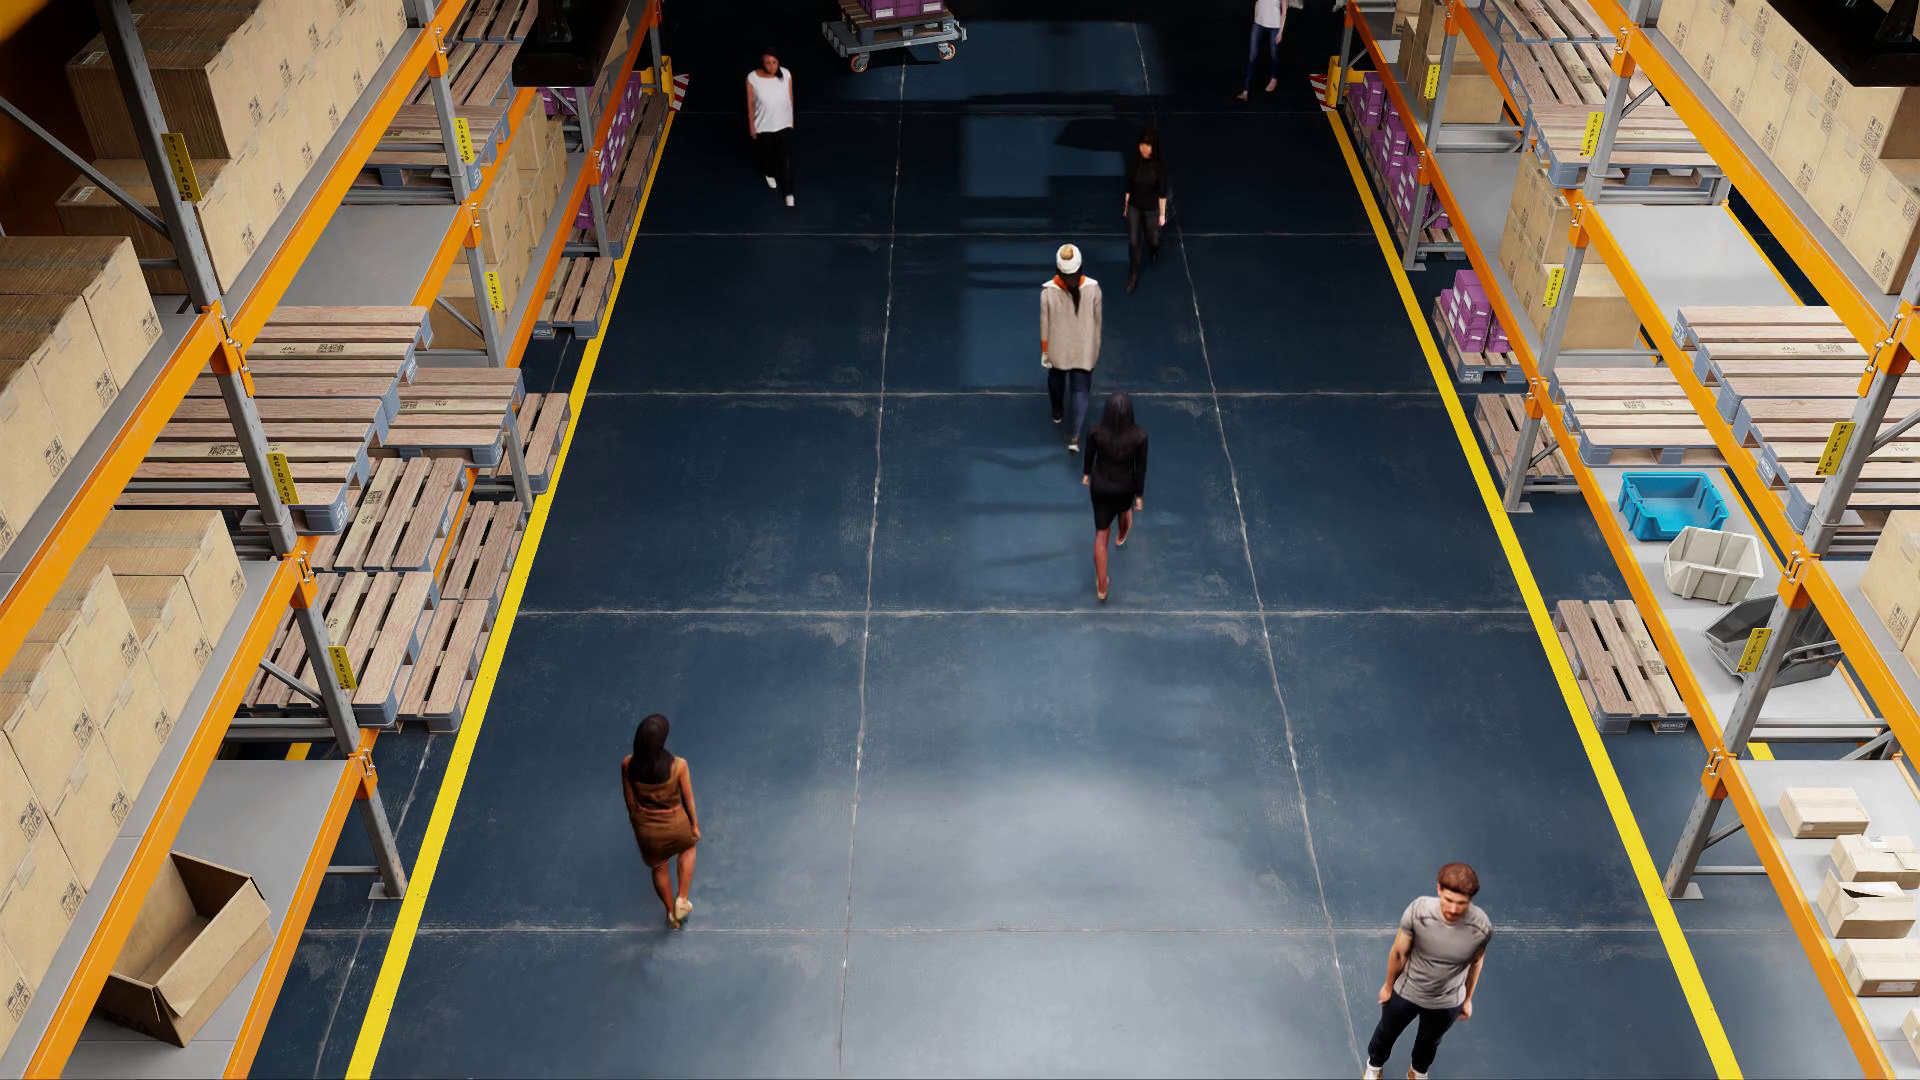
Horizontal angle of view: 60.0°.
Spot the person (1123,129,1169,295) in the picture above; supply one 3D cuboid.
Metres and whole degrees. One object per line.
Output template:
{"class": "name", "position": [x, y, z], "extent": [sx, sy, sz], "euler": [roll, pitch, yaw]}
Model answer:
{"class": "person", "position": [1.806, -3.227, 16.094], "extent": [0.791, 1.625, 1.021], "euler": [14, 41, 17]}

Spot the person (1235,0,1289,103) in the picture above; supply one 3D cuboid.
{"class": "person", "position": [3.679, -6.035, 19.561], "extent": [1.016, 1.687, 1.221], "euler": [22, 44, 25]}

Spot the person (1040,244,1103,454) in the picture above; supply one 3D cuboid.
{"class": "person", "position": [0.923, -1.589, 13.858], "extent": [0.785, 1.856, 1.192], "euler": [6, 39, 7]}

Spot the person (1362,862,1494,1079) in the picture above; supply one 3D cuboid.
{"class": "person", "position": [2.494, 2.372, 8.866], "extent": [0.689, 1.896, 0.633], "euler": [7, 39, 9]}

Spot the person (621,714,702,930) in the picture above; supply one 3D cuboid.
{"class": "person", "position": [-1.761, 1.753, 9.820], "extent": [0.585, 1.673, 0.587], "euler": [1, 39, 1]}

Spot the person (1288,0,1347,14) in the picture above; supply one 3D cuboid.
{"class": "person", "position": [4.751, -7.640, 21.635], "extent": [1.062, 1.605, 1.072], "euler": [25, 45, 28]}

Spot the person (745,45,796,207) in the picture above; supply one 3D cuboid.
{"class": "person", "position": [-1.988, -4.419, 17.570], "extent": [0.846, 1.646, 1.164], "euler": [-9, 40, -11]}

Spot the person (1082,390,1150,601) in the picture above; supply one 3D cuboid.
{"class": "person", "position": [1.137, -0.307, 12.397], "extent": [0.709, 1.676, 1.142], "euler": [4, 39, 5]}
